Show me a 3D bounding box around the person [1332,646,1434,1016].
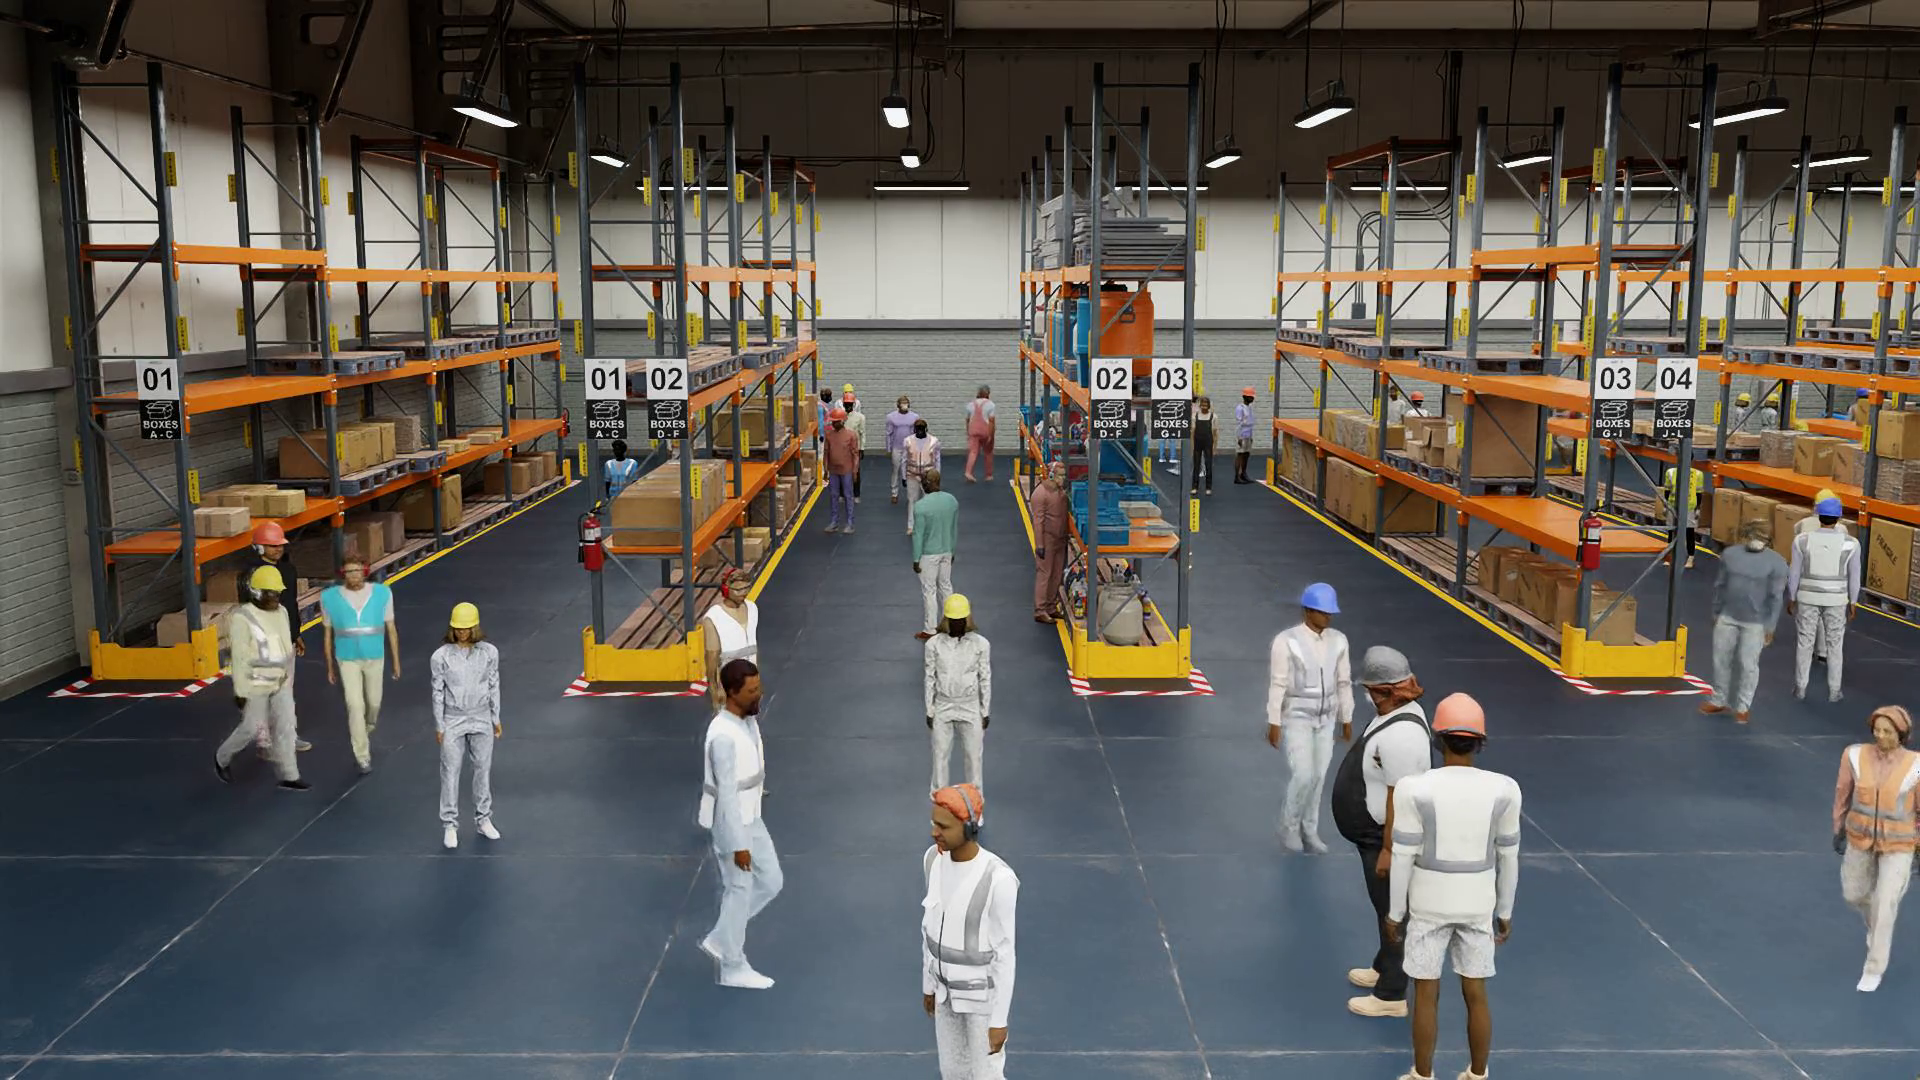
[{"bbox_3d":[2.299,1.564,9.085,0.536,2.000,0.676,3,9,17],"label":"person"}]

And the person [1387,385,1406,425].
[{"bbox_3d":[8.977,-2.272,34.361,0.328,1.860,0.514,-8,12,-41],"label":"person"}]

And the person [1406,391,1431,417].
[{"bbox_3d":[8.568,-1.827,31.267,0.544,1.929,0.389,-4,10,-23],"label":"person"}]

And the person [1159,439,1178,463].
[{"bbox_3d":[4.584,-2.644,36.513,0.594,1.925,0.368,6,10,32],"label":"person"}]

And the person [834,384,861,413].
[{"bbox_3d":[-2.359,-2.386,35.148,0.597,1.836,0.404,-4,10,-22],"label":"person"}]

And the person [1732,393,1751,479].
[{"bbox_3d":[15.793,-2.102,33.655,0.326,1.733,0.487,3,9,17],"label":"person"}]

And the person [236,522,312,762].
[{"bbox_3d":[-5.741,0.834,13.926,0.382,1.995,0.612,3,9,21],"label":"person"}]

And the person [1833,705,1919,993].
[{"bbox_3d":[5.268,1.714,9.482,0.634,1.621,0.522,-8,12,-43],"label":"person"}]

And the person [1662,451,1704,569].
[{"bbox_3d":[10.043,-0.445,23.131,0.535,1.691,0.319,8,12,41],"label":"person"}]

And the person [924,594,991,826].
[{"bbox_3d":[-0.017,1.243,12.138,0.496,1.735,0.326,0,9,3],"label":"person"}]

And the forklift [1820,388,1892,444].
[{"bbox_3d":[20.072,-3.110,36.462,1.873,2.768,1.129,0,9,0],"label":"forklift"}]

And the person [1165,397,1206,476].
[{"bbox_3d":[4.693,-2.203,33.874,0.929,1.874,0.589,-3,9,-18],"label":"person"}]

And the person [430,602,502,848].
[{"bbox_3d":[-3.480,1.294,11.785,0.487,1.741,0.313,-6,10,-32],"label":"person"}]

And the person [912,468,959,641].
[{"bbox_3d":[-0.284,0.166,18.446,0.635,1.929,0.378,-8,12,-43],"label":"person"}]

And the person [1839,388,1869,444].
[{"bbox_3d":[17.720,-2.052,32.731,0.634,1.912,0.635,0,9,-2],"label":"person"}]

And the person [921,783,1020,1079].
[{"bbox_3d":[0.027,1.952,7.122,0.355,1.880,0.575,-7,11,-39],"label":"person"}]

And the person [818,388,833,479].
[{"bbox_3d":[-2.720,-2.157,33.695,0.430,1.836,0.626,2,9,12],"label":"person"}]

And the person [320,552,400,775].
[{"bbox_3d":[-4.937,0.965,13.690,0.591,1.808,0.792,-4,10,-26],"label":"person"}]

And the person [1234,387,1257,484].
[{"bbox_3d":[5.632,-2.053,32.723,0.388,1.930,0.549,7,11,39],"label":"person"}]

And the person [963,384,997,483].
[{"bbox_3d":[0.373,-2.154,33.002,0.692,2.000,1.026,4,10,24],"label":"person"}]

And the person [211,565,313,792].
[{"bbox_3d":[-5.495,1.079,12.988,0.804,1.802,0.590,3,9,18],"label":"person"}]

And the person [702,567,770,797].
[{"bbox_3d":[-1.739,1.107,12.703,0.401,1.831,0.571,5,10,30],"label":"person"}]

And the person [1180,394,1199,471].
[{"bbox_3d":[4.887,-2.325,35.018,0.563,1.752,0.324,9,12,44],"label":"person"}]

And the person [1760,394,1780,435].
[{"bbox_3d":[16.347,-2.091,33.591,0.324,1.732,0.494,0,9,-3],"label":"person"}]

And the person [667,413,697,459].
[{"bbox_3d":[-5.086,-1.718,30.531,0.552,1.934,0.374,-3,9,-19],"label":"person"}]

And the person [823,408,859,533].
[{"bbox_3d":[-1.900,-1.097,26.359,0.617,1.989,0.392,4,10,25],"label":"person"}]

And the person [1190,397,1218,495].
[{"bbox_3d":[4.548,-1.750,31.047,0.504,1.840,0.345,2,9,15],"label":"person"}]

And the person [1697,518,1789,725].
[{"bbox_3d":[7.059,0.729,14.905,0.403,1.908,0.675,-7,11,-37],"label":"person"}]

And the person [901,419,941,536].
[{"bbox_3d":[-0.615,-0.981,26.089,0.633,1.842,0.429,0,9,2],"label":"person"}]

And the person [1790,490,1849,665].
[{"bbox_3d":[9.014,0.390,17.387,0.406,1.808,0.676,-5,10,-28],"label":"person"}]

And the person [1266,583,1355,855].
[{"bbox_3d":[2.439,1.243,11.512,0.626,1.927,0.459,-4,10,-23],"label":"person"}]

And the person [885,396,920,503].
[{"bbox_3d":[-1.028,-1.627,29.934,0.636,1.939,0.364,-1,9,-8],"label":"person"}]

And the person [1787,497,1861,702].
[{"bbox_3d":[8.207,0.562,15.824,0.612,1.946,0.405,5,10,27],"label":"person"}]

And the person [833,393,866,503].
[{"bbox_3d":[-1.999,-1.649,29.890,0.611,1.997,0.375,1,9,7],"label":"person"}]

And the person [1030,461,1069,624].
[{"bbox_3d":[1.087,0.024,19.478,0.401,1.896,0.650,6,11,34],"label":"person"}]

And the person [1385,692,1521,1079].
[{"bbox_3d":[2.345,1.737,7.969,0.614,2.041,0.392,0,9,-1],"label":"person"}]

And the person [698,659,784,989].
[{"bbox_3d":[-1.228,1.596,9.313,0.447,1.903,0.598,2,9,10],"label":"person"}]

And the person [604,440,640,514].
[{"bbox_3d":[-4.947,-0.635,24.358,0.535,1.690,0.320,1,9,9],"label":"person"}]
